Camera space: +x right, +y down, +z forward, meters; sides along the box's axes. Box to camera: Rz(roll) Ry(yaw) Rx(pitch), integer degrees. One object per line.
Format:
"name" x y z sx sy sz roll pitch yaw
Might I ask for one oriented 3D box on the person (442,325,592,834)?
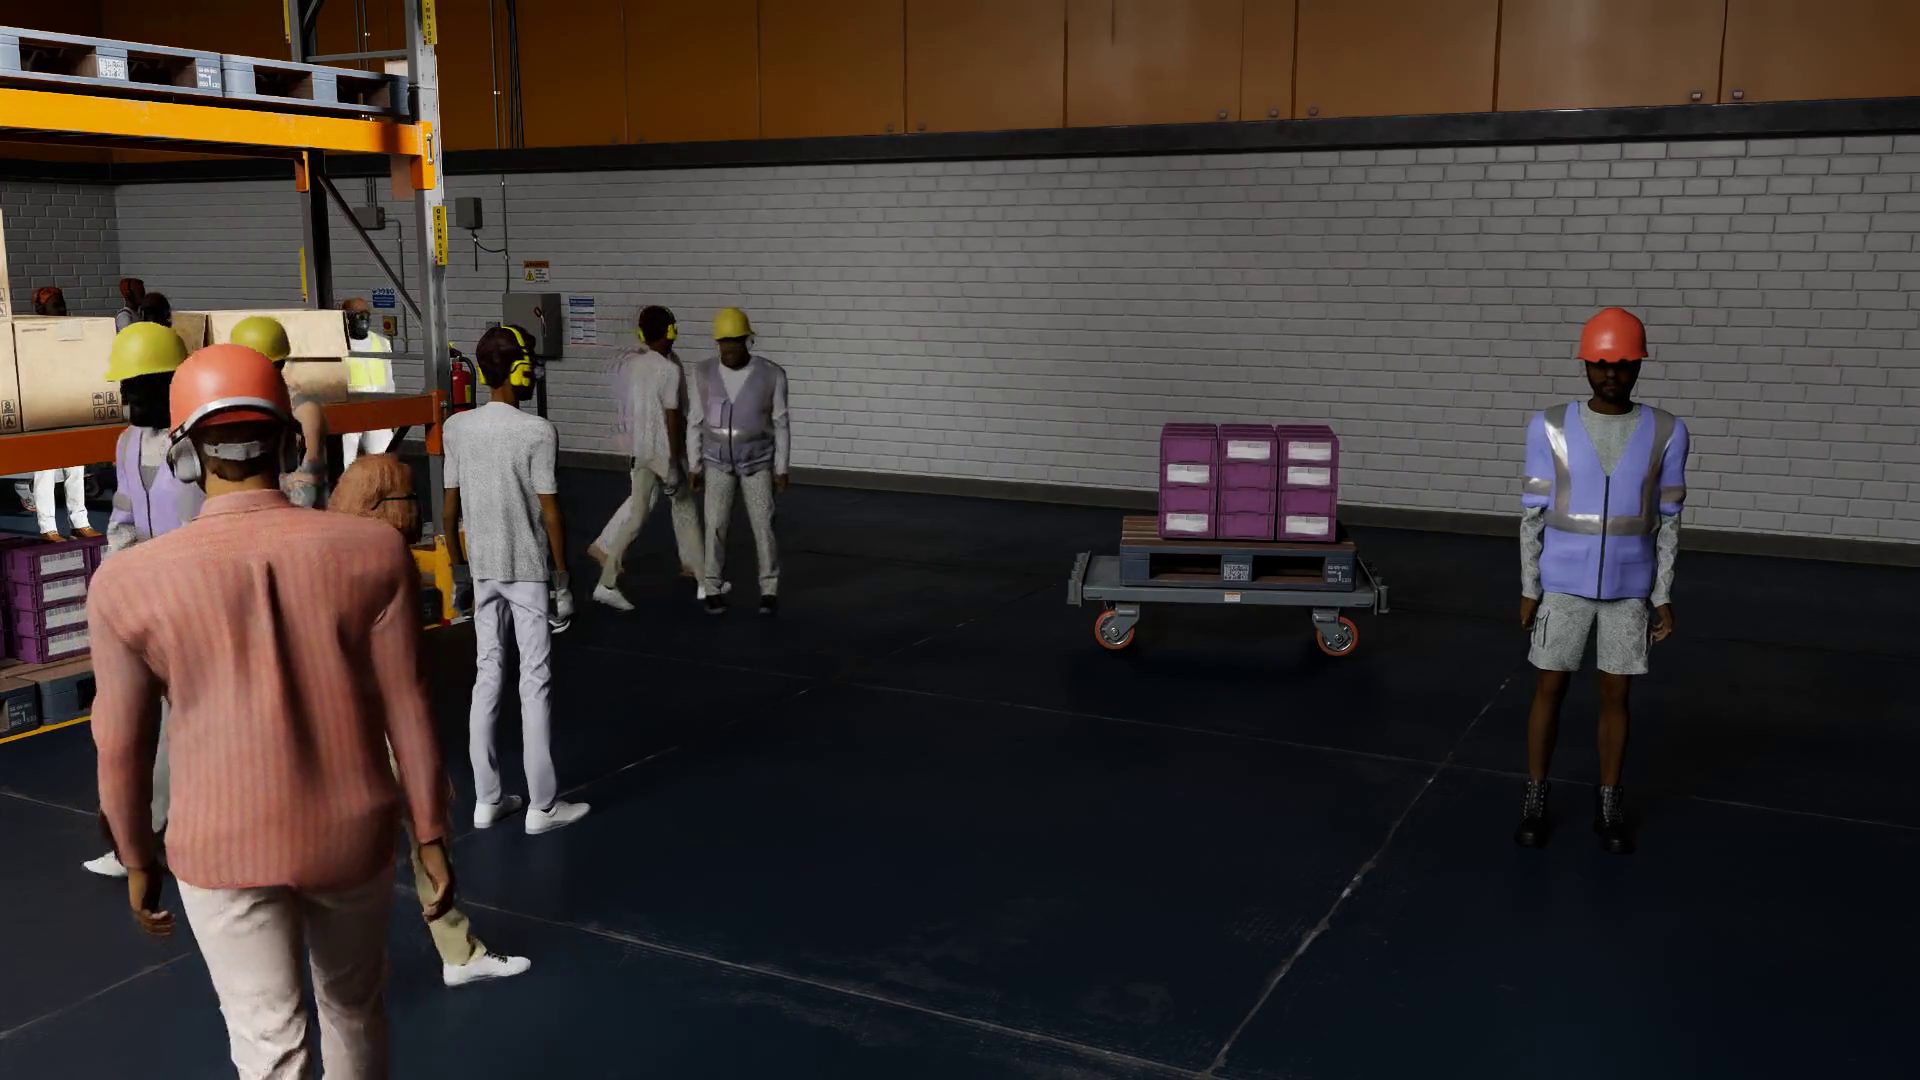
"person" -1.649 0.149 6.121 0.533 1.864 0.311 4 10 20

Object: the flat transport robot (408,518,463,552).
"flat transport robot" -3.644 0.054 11.278 0.652 0.197 1.431 4 11 23

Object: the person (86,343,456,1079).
"person" -1.393 0.581 3.389 0.628 1.937 1.013 -5 11 -28

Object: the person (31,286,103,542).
"person" -6.552 -0.892 12.090 0.350 1.884 0.583 5 11 26

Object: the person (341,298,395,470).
"person" -4.536 -0.924 12.555 0.640 1.797 0.935 -10 14 -44

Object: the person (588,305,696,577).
"person" -2.038 -0.625 10.813 0.857 1.810 0.630 3 10 17

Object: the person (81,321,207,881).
"person" -2.744 0.205 5.712 0.618 1.879 0.933 6 12 32

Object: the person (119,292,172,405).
"person" -6.383 -1.066 13.281 0.643 1.821 0.506 -2 10 -11

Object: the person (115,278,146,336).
"person" -8.043 -1.608 16.233 0.337 1.882 0.584 -4 10 -20

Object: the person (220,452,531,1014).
"person" -1.645 0.555 4.558 0.830 1.599 0.516 -6 11 -29

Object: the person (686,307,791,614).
"person" -1.308 -0.452 9.768 0.606 1.819 0.447 1 10 7

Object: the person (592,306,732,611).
"person" -1.838 -0.490 9.981 0.500 1.829 0.948 7 12 34

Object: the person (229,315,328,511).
"person" -2.872 -0.042 7.211 0.624 1.877 0.872 7 12 36

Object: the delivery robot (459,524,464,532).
"delivery robot" -2.964 0.010 10.446 0.477 0.478 0.707 1 10 4

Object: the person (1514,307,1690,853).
"person" 2.261 0.152 5.891 0.547 1.938 0.377 3 10 15
